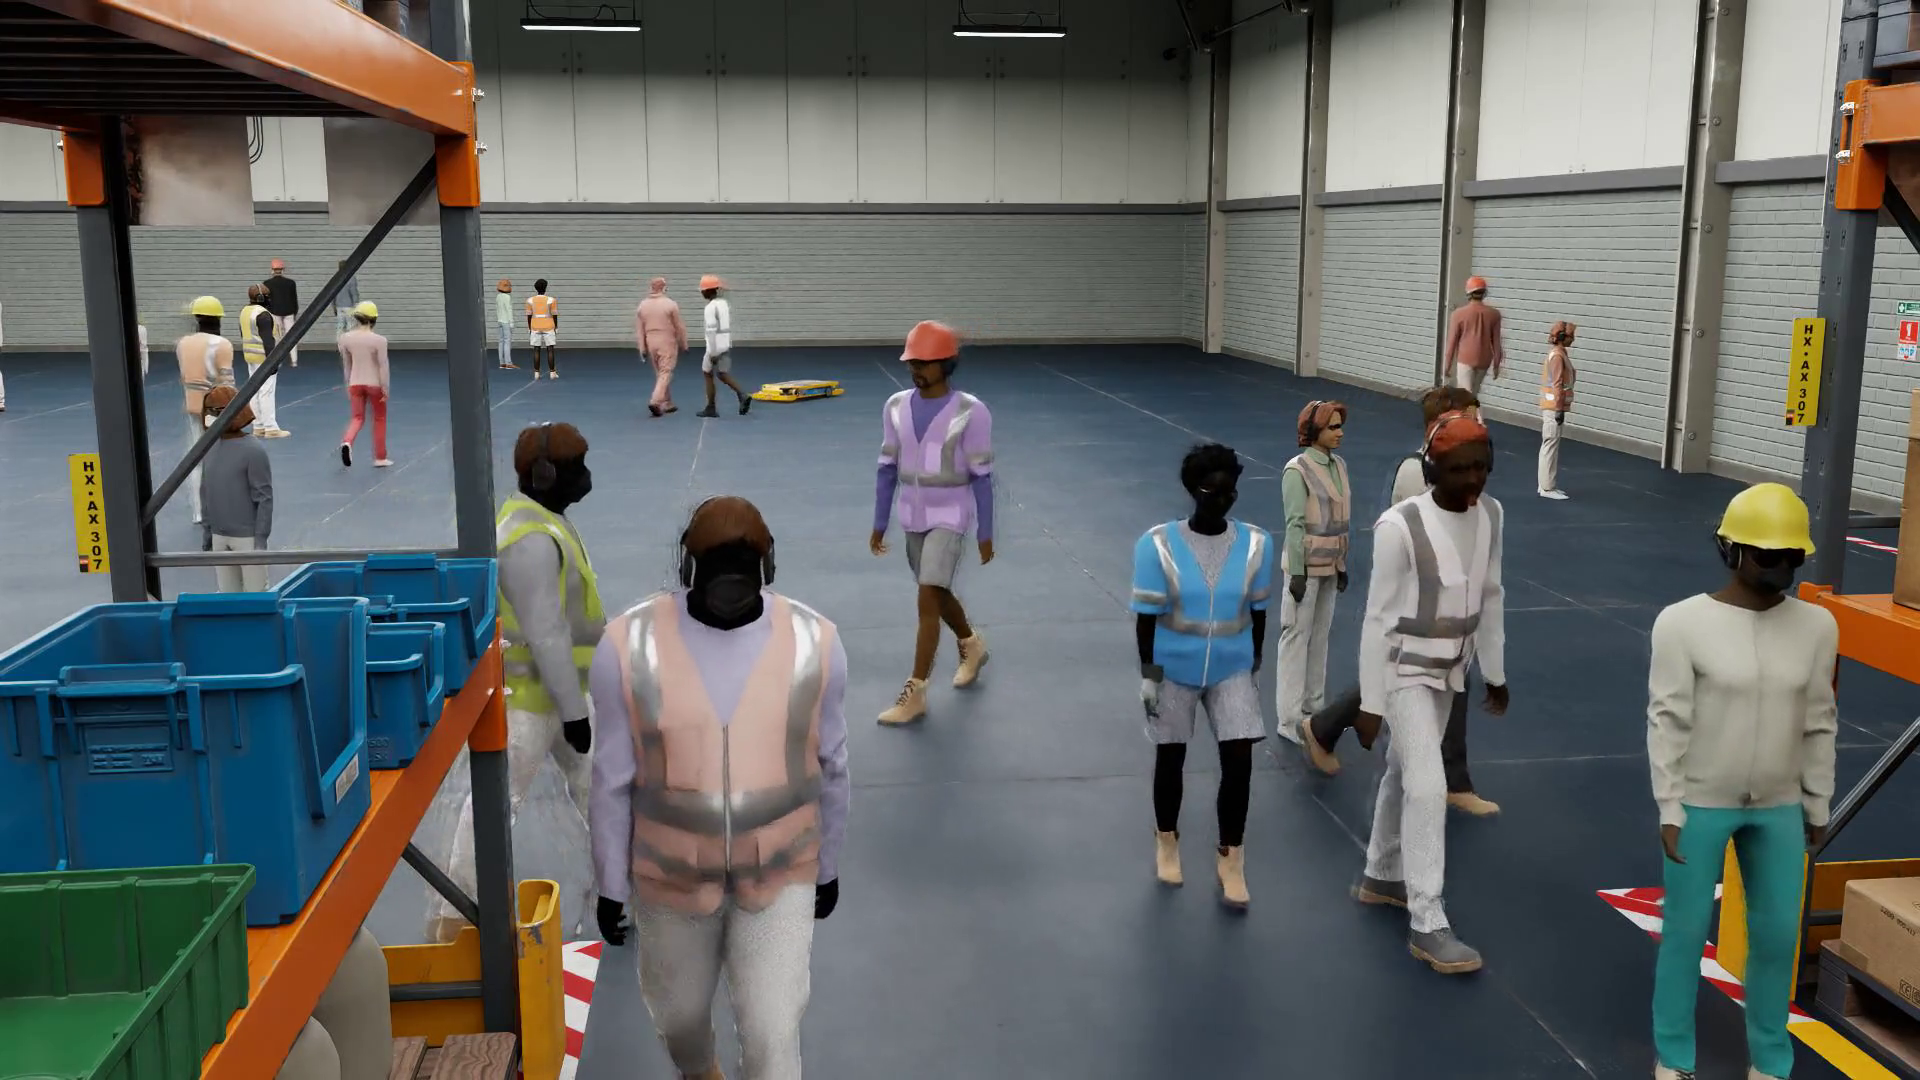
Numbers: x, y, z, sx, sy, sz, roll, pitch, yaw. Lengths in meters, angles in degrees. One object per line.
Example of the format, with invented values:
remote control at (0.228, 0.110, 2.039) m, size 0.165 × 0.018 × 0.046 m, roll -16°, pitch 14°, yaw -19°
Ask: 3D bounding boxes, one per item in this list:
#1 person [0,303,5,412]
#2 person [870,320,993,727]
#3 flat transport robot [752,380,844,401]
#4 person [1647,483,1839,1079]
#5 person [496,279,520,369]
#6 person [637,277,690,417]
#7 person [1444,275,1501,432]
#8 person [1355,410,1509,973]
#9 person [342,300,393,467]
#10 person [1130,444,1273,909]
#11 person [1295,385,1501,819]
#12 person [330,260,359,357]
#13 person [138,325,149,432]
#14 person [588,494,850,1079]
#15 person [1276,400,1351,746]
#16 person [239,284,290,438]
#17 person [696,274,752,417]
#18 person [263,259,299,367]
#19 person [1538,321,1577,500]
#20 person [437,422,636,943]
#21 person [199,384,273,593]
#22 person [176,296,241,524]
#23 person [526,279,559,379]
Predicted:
person at (-13.387, -2.675, 22.704) m, size 0.408 × 1.905 × 0.654 m, roll 3°, pitch 11°, yaw 17°
person at (-0.107, -0.126, 8.512) m, size 0.624 × 2.006 × 1.044 m, roll 7°, pitch 13°, yaw 34°
flat transport robot at (-2.407, -2.245, 24.834) m, size 0.652 × 0.197 × 1.431 m, roll 6°, pitch 12°, yaw 31°
person at (2.112, 0.719, 4.504) m, size 0.532 × 1.767 × 0.348 m, roll 0°, pitch 10°, yaw -2°
person at (-8.314, -3.956, 30.472) m, size 0.279 × 1.634 × 0.498 m, roll -9°, pitch 14°, yaw -40°
person at (-4.031, -2.613, 22.469) m, size 0.644 × 1.868 × 0.890 m, roll 5°, pitch 11°, yaw 25°
person at (5.985, -2.081, 19.309) m, size 0.620 × 1.967 × 0.926 m, roll -2°, pitch 10°, yaw -10°
person at (1.603, 0.480, 5.583) m, size 0.680 × 1.842 × 0.811 m, roll -8°, pitch 13°, yaw -38°
person at (-6.156, -1.594, 17.188) m, size 0.526 × 1.751 × 0.613 m, roll 1°, pitch 10°, yaw 8°
person at (0.866, 0.490, 5.975) m, size 0.538 × 1.676 × 0.644 m, roll 0°, pitch 10°, yaw -2°
person at (1.885, 0.241, 7.029) m, size 0.848 × 1.806 × 0.517 m, roll 8°, pitch 13°, yaw 38°
person at (-12.349, -4.650, 33.449) m, size 0.636 × 1.936 × 0.355 m, roll 3°, pitch 11°, yaw 18°
person at (-10.380, -2.153, 20.698) m, size 0.510 × 1.600 × 0.816 m, roll -9°, pitch 13°, yaw -39°
person at (-0.578, 0.772, 4.071) m, size 0.628 × 1.821 × 0.838 m, roll -2°, pitch 10°, yaw -9°
person at (1.693, 0.149, 7.956) m, size 0.307 × 1.641 × 0.513 m, roll 8°, pitch 13°, yaw 37°
person at (-8.370, -2.149, 19.997) m, size 0.619 × 1.845 × 0.430 m, roll 10°, pitch 14°, yaw 43°
person at (-3.173, -2.566, 22.083) m, size 0.709 × 1.918 × 0.557 m, roll 4°, pitch 11°, yaw 22°
person at (-12.618, -4.215, 30.912) m, size 0.622 × 1.990 × 0.402 m, roll -8°, pitch 13°, yaw -37°
person at (5.500, -1.197, 15.343) m, size 0.307 × 1.637 × 0.511 m, roll 3°, pitch 11°, yaw 16°
person at (-1.360, 0.496, 5.651) m, size 0.967 × 1.786 × 0.648 m, roll -1°, pitch 10°, yaw -7°
person at (-3.853, -0.011, 8.853) m, size 0.501 × 1.633 × 0.279 m, roll 5°, pitch 12°, yaw 28°
person at (-6.276, -1.113, 14.133) m, size 0.622 × 1.900 × 0.749 m, roll 4°, pitch 11°, yaw 20°
person at (-7.064, -3.568, 28.179) m, size 0.540 × 1.696 × 0.316 m, roll 0°, pitch 10°, yaw -2°
